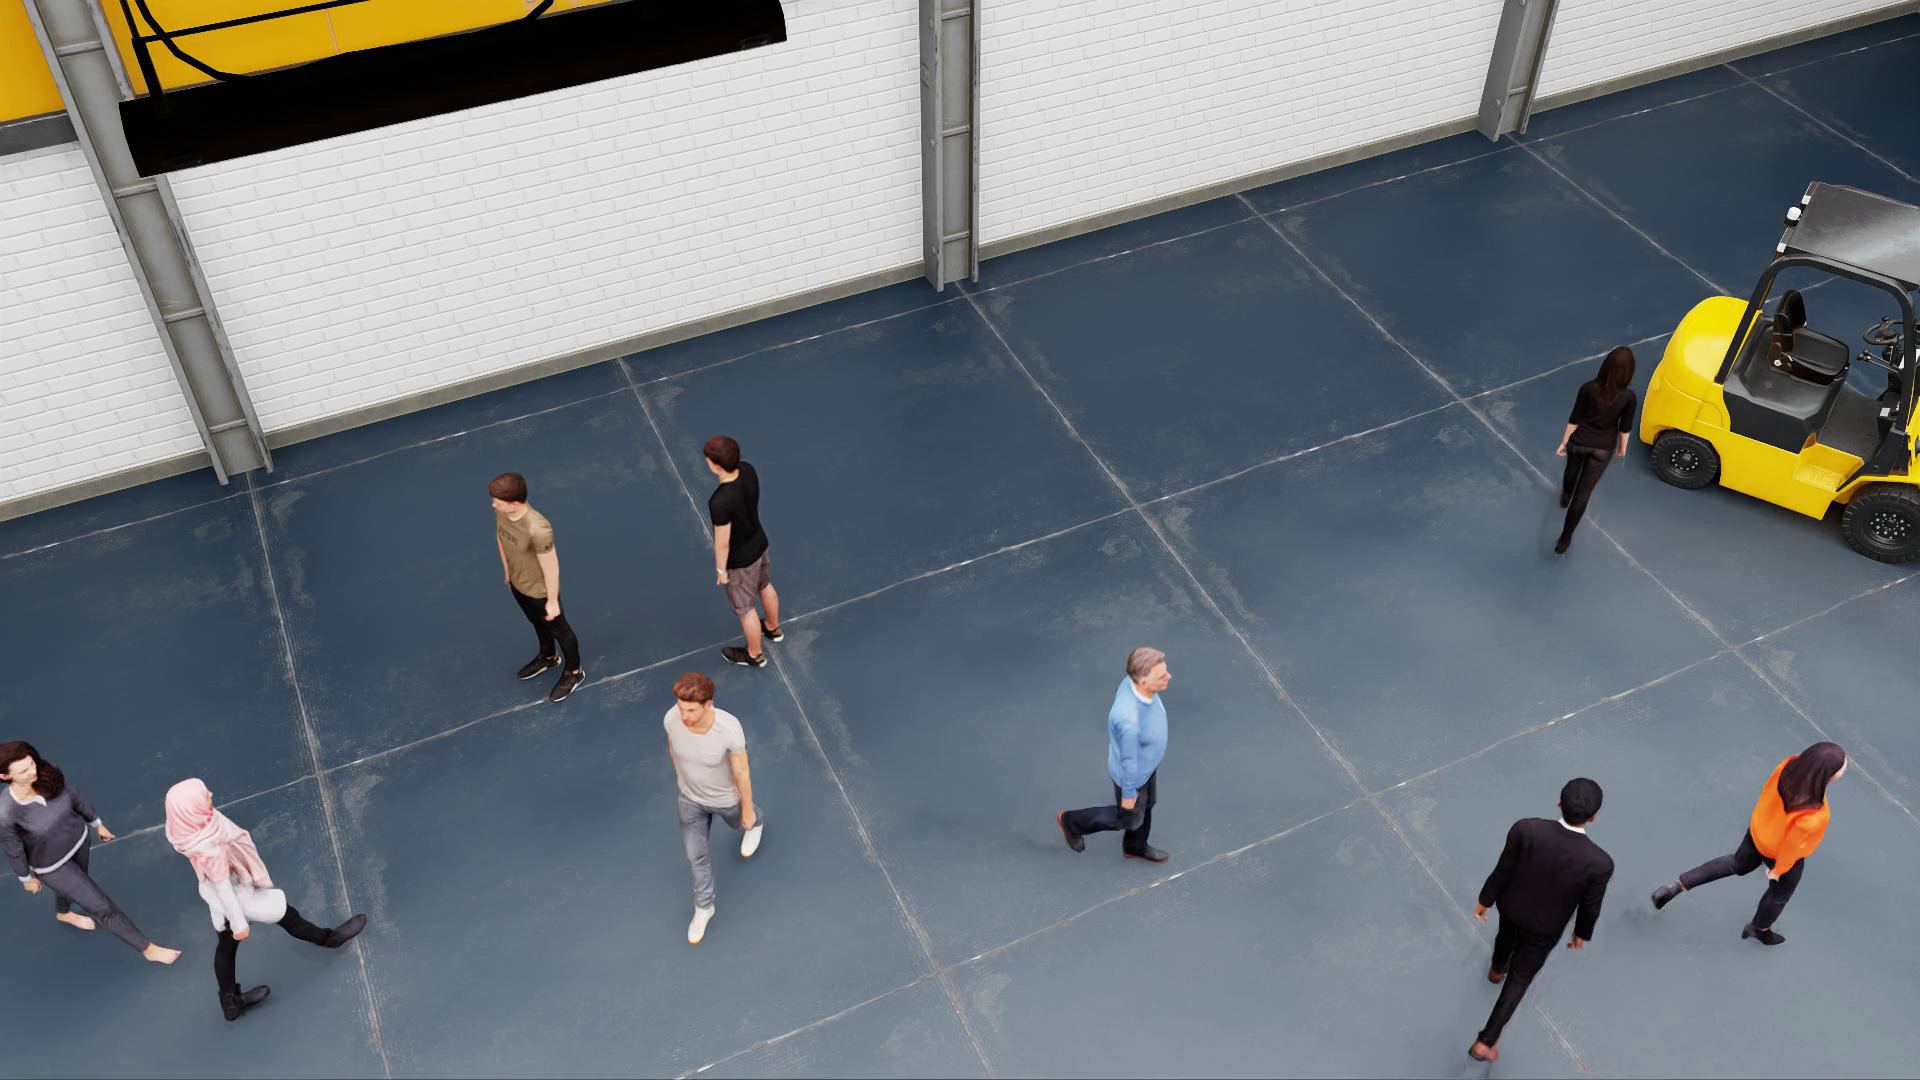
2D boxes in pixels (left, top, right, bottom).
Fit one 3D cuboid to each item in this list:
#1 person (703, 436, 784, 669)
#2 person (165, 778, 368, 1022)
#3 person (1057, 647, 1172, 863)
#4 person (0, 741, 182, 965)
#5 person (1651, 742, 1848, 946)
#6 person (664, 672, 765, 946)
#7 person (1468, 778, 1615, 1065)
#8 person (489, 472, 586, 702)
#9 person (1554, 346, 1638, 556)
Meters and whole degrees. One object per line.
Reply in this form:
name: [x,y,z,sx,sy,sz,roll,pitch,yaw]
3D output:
person: [-1.402,0.065,10.813,0.784,1.856,0.720,14,45,15]
person: [-3.964,1.968,8.884,0.919,1.762,1.209,34,53,30]
person: [0.925,1.266,9.588,1.054,1.808,0.982,12,45,12]
person: [-5.036,1.709,9.188,1.194,1.718,1.052,9,44,9]
person: [4.432,1.674,9.220,1.139,1.726,0.921,2,44,2]
person: [-1.362,1.362,9.451,1.211,1.859,1.212,11,45,11]
person: [2.989,2.020,8.773,1.109,1.840,1.314,26,50,25]
person: [-2.707,0.259,10.616,0.733,1.849,0.698,31,52,29]
person: [4.429,-0.605,11.702,1.019,1.601,1.134,18,46,18]
